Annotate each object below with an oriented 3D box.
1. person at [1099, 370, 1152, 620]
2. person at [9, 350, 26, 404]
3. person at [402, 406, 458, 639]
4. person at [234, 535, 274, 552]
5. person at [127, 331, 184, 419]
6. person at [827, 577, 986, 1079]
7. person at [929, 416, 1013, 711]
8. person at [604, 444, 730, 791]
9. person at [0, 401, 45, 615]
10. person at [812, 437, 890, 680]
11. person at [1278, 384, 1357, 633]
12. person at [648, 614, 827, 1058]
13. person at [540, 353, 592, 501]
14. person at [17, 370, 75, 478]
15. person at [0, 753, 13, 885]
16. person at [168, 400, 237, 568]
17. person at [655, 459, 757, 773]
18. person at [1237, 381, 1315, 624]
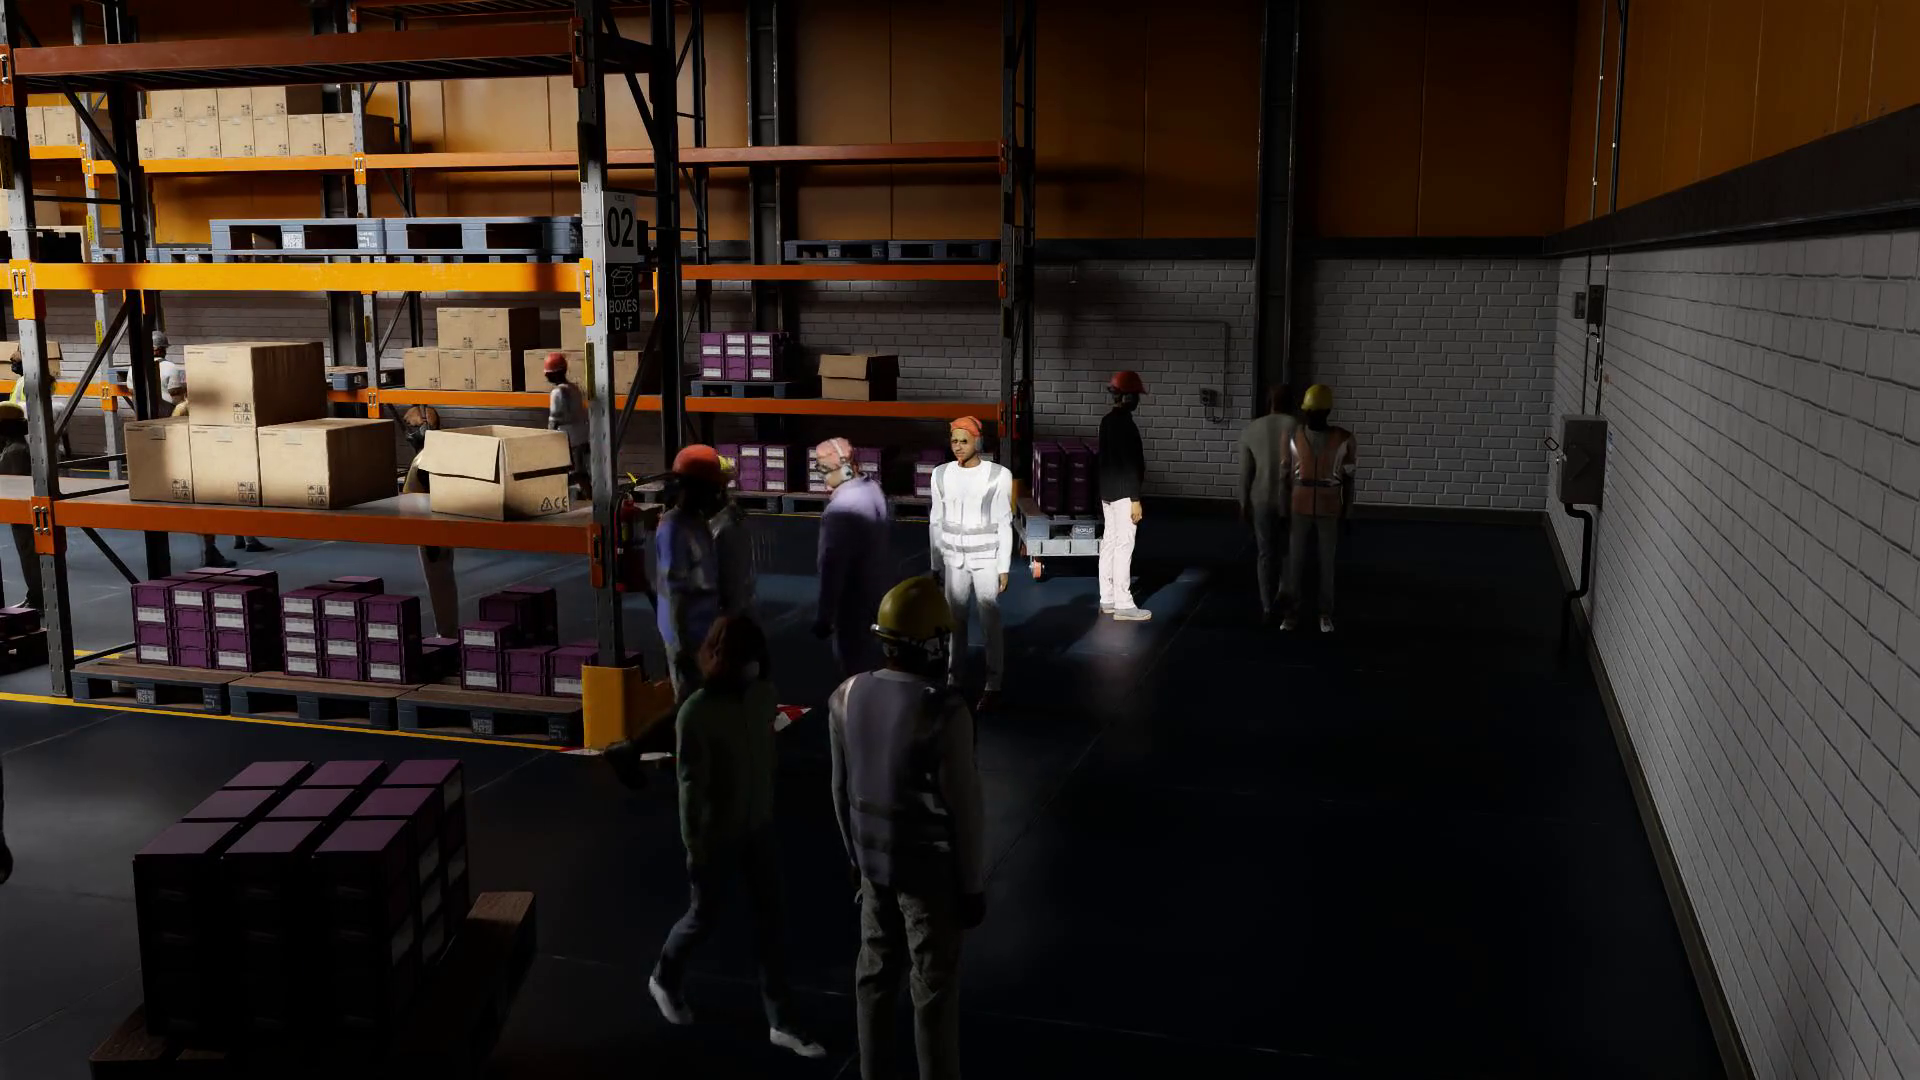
[{"bbox_3d":[1.303,-0.360,13.309,0.376,1.995,0.611,-3,10,-18],"label":"person"},{"bbox_3d":[-10.997,-1.322,19.682,0.429,1.837,0.624,-6,11,-33],"label":"person"},{"bbox_3d":[-3.763,-0.040,11.862,0.428,1.837,0.626,-2,10,-13],"label":"person"},{"bbox_3d":[-7.060,-0.767,16.496,0.532,1.765,0.330,9,13,44],"label":"person"},{"bbox_3d":[-9.755,-1.540,20.365,0.688,2.000,0.538,2,10,12],"label":"person"},{"bbox_3d":[-0.139,1.025,5.357,0.586,1.835,0.403,8,12,40],"label":"person"},{"bbox_3d":[0.071,0.145,10.598,0.577,1.878,0.345,4,10,24],"label":"person"},{"bbox_3d":[-1.444,0.452,8.651,0.746,1.910,0.562,1,9,8],"label":"person"},{"bbox_3d":[-7.598,-0.250,13.406,0.295,1.743,0.493,-5,11,-28],"label":"person"},{"bbox_3d":[-0.610,0.342,9.427,0.402,1.874,0.676,2,10,13],"label":"person"},{"bbox_3d":[2.734,-0.238,12.787,0.588,1.923,0.383,2,10,13],"label":"person"},{"bbox_3d":[-0.856,1.038,6.001,0.789,1.600,0.505,7,12,38],"label":"person"},{"bbox_3d":[-4.298,-1.052,17.853,0.971,1.888,0.553,1,9,7],"label":"person"},{"bbox_3d":[-8.836,-0.714,15.948,0.602,1.844,0.606,-2,9,-10],"label":"person"},{"bbox_3d":[-3.338,0.990,5.249,0.358,1.938,0.636,8,12,41],"label":"person"},{"bbox_3d":[-7.242,-0.677,15.599,0.867,1.889,0.612,2,10,13],"label":"person"},{"bbox_3d":[-1.404,0.431,9.050,0.671,1.808,0.614,-5,10,-26],"label":"person"},{"bbox_3d":[2.499,-0.293,13.104,0.648,1.919,0.432,3,10,16],"label":"person"}]
